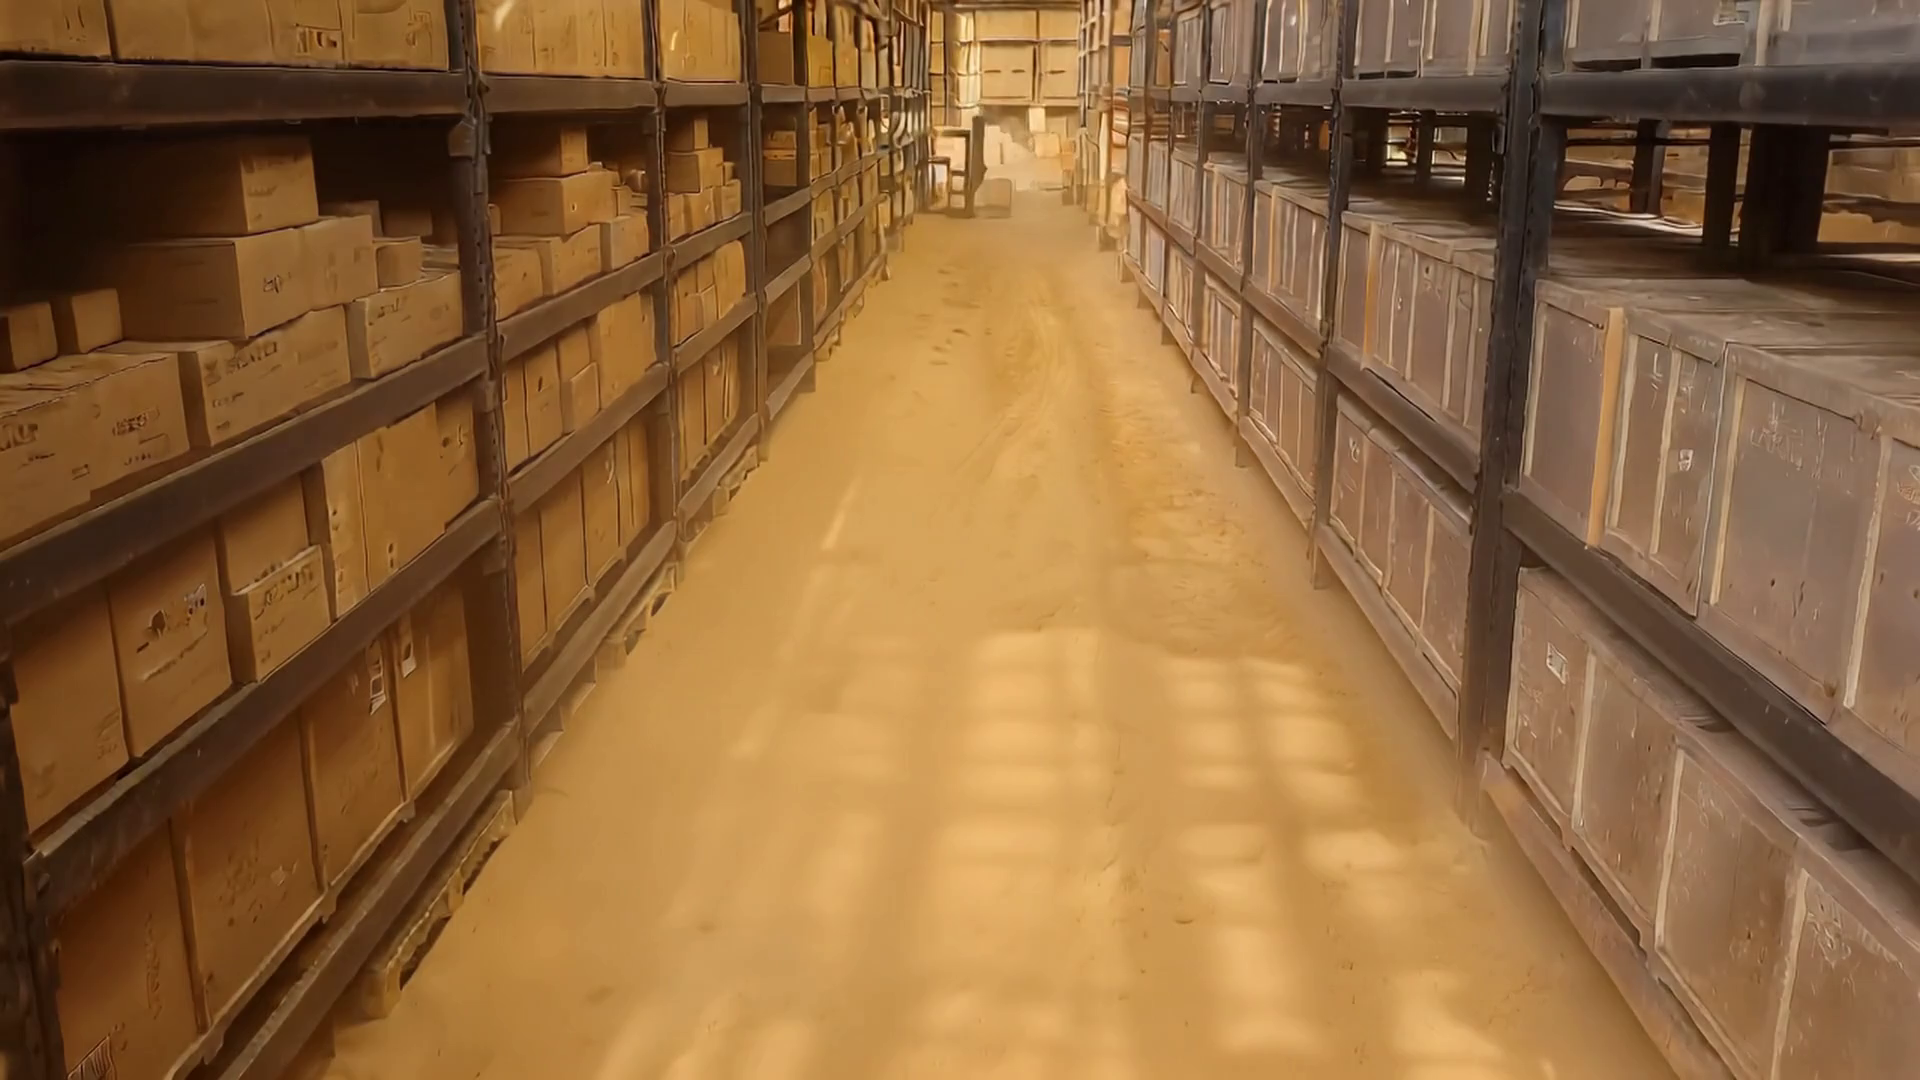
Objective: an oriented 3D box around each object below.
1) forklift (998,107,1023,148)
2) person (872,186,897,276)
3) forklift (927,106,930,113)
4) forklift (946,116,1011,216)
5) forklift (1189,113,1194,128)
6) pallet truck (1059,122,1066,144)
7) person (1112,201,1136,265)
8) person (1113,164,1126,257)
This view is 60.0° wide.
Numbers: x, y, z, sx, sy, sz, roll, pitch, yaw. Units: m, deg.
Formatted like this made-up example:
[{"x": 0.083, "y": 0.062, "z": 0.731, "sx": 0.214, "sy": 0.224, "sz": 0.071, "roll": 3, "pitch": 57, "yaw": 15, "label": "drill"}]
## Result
[{"x": 2.116, "y": -19.879, "z": 81.755, "sx": 1.873, "sy": 2.768, "sz": 1.129, "roll": 2, "pitch": 15, "yaw": 8, "label": "forklift"}, {"x": -1.594, "y": -5.991, "z": 32.256, "sx": 0.675, "sy": 1.738, "sz": 0.526, "roll": 1, "pitch": 15, "yaw": 3, "label": "person"}, {"x": -2.001, "y": -20.667, "z": 84.687, "sx": 1.129, "sy": 2.768, "sz": 1.873, "roll": 0, "pitch": 15, "yaw": 2, "label": "forklift"}, {"x": 0.537, "y": -10.747, "z": 47.777, "sx": 1.873, "sy": 2.768, "sz": 1.129, "roll": 0, "pitch": 15, "yaw": 2, "label": "forklift"}, {"x": 8.010, "y": -12.975, "z": 56.067, "sx": 1.129, "sy": 2.768, "sz": 1.873, "roll": 0, "pitch": 15, "yaw": 1, "label": "forklift"}, {"x": 5.788, "y": -21.111, "z": 88.014, "sx": 1.885, "sy": 1.965, "sz": 0.823, "roll": 5, "pitch": 16, "yaw": 18, "label": "pallet truck"}, {"x": 3.496, "y": -6.329, "z": 33.398, "sx": 0.945, "sy": 1.789, "sz": 0.654, "roll": 8, "pitch": 17, "yaw": 27, "label": "person"}, {"x": 3.517, "y": -7.104, "z": 35.914, "sx": 0.421, "sy": 1.980, "sz": 0.612, "roll": 9, "pitch": 18, "yaw": 31, "label": "person"}]
